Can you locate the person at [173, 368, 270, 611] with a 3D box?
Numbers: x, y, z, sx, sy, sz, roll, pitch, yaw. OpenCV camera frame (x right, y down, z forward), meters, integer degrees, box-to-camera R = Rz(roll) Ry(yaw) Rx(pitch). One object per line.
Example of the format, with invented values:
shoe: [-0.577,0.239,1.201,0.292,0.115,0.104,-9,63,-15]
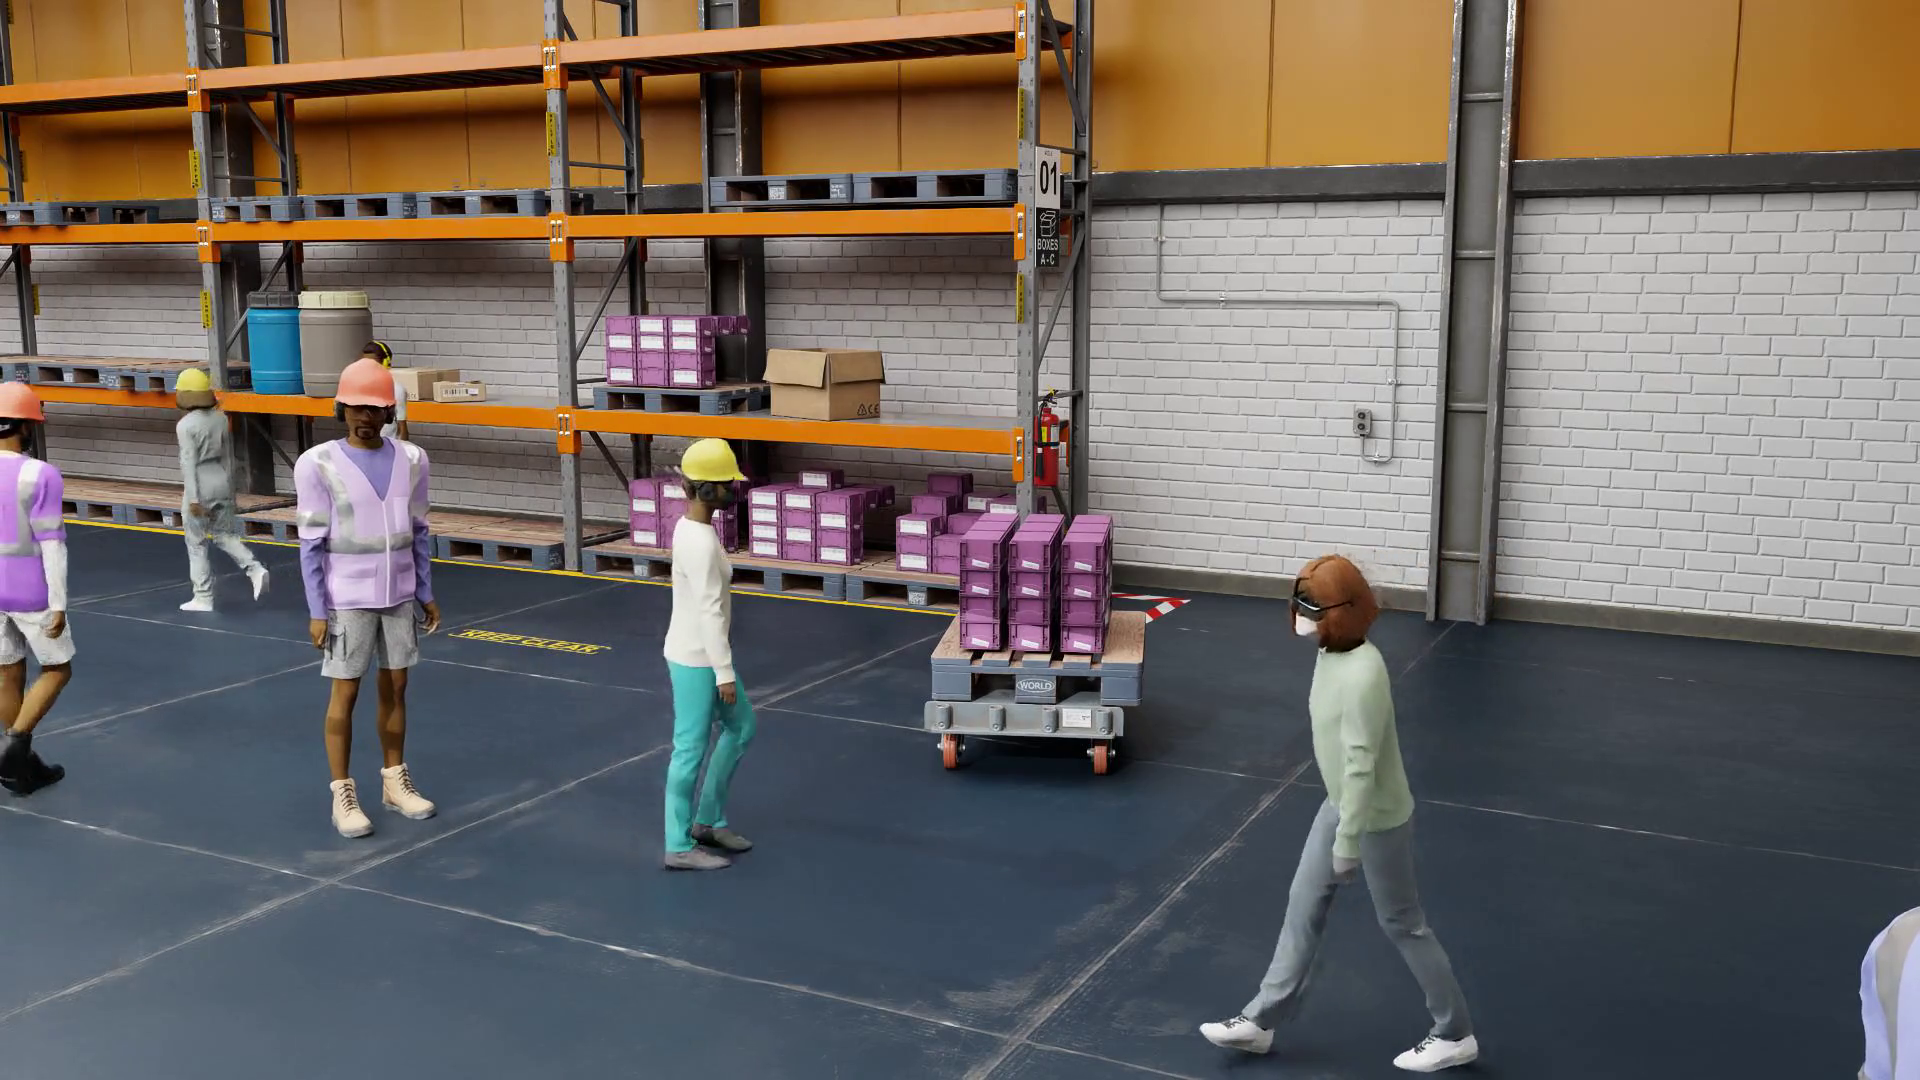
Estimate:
person: [-5.245,-0.344,11.711,0.581,1.730,0.482,3,10,18]

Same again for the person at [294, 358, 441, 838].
person: [-2.522,0.239,7.175,0.394,2.040,0.609,8,12,40]

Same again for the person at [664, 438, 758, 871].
person: [-0.979,0.468,6.632,0.502,1.749,0.543,-1,9,-8]

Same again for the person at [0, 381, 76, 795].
person: [-4.296,0.247,7.517,0.538,1.914,0.581,0,9,2]

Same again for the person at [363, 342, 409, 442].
person: [-4.513,-0.624,13.067,0.519,1.860,0.320,7,12,39]

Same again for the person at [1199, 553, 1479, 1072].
person: [1.160,0.824,4.944,0.872,1.585,0.529,-1,9,-4]

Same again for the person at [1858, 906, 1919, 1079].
person: [1.377,1.107,2.124,0.347,1.943,0.544,-2,9,-10]
